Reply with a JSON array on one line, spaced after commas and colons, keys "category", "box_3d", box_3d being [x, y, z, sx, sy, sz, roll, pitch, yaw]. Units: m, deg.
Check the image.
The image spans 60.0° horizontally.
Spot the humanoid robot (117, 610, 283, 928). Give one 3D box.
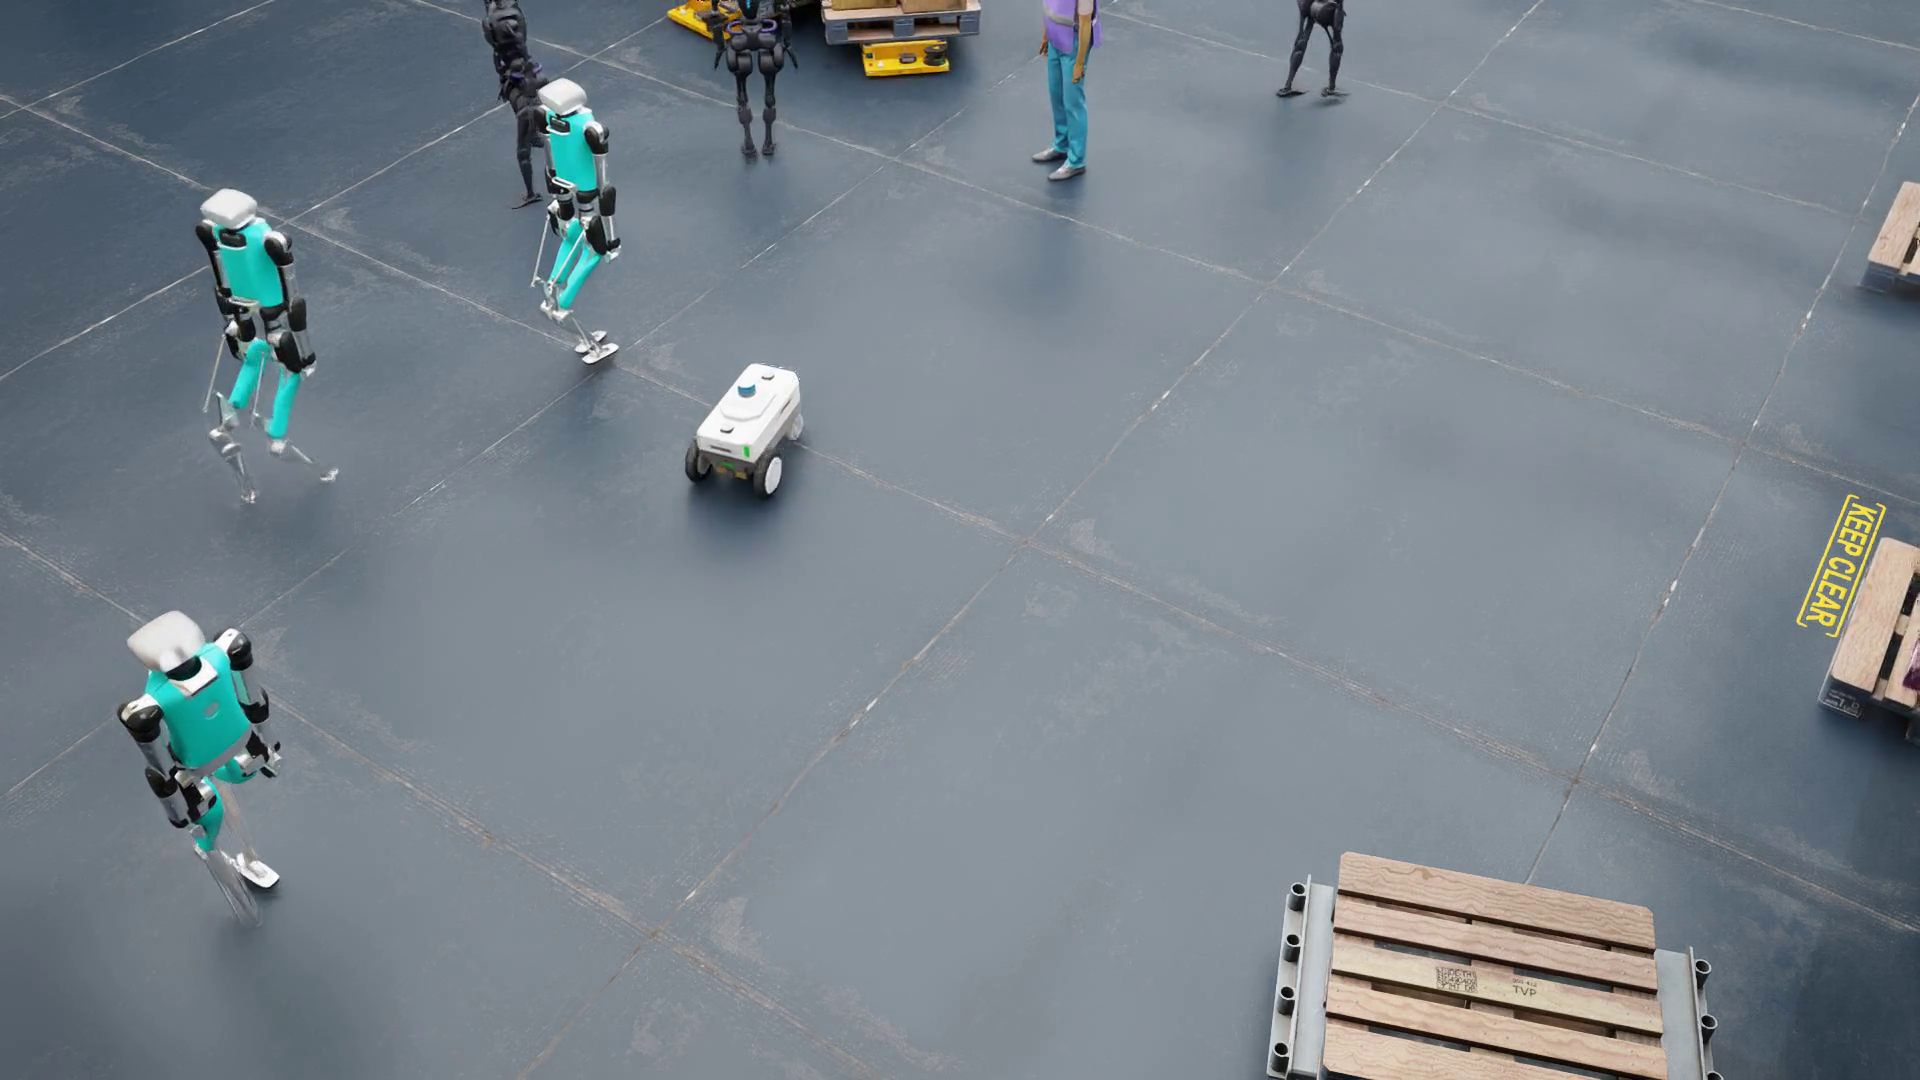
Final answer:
[{"category": "humanoid robot", "box_3d": [-3.076, 0.919, 6.707, 0.782, 1.847, 0.541, 23, 47, 24]}]

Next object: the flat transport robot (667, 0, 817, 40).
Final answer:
[{"category": "flat transport robot", "box_3d": [-1.675, -4.543, 13.863, 0.659, 0.231, 1.431, 34, 52, 32]}]

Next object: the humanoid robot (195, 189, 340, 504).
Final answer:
[{"category": "humanoid robot", "box_3d": [-3.734, -0.877, 8.698, 0.530, 1.806, 0.800, 14, 44, 15]}]

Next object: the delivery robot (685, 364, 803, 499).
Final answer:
[{"category": "delivery robot", "box_3d": [-1.172, -0.649, 9.276, 0.499, 0.575, 0.759, 14, 44, 15]}]

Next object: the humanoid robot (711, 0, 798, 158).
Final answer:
[{"category": "humanoid robot", "box_3d": [-1.437, -3.442, 11.576, 0.584, 1.656, 0.329, -4, 42, -5]}]

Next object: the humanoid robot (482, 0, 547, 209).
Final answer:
[{"category": "humanoid robot", "box_3d": [-2.871, -3.053, 11.162, 0.668, 1.632, 0.615, -25, 47, -25]}]

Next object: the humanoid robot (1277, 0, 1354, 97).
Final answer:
[{"category": "humanoid robot", "box_3d": [2.712, -4.060, 12.271, 0.561, 1.646, 0.598, -11, 43, -12]}]

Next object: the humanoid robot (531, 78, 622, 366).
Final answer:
[{"category": "humanoid robot", "box_3d": [-2.299, -1.728, 9.573, 0.544, 1.751, 0.680, 27, 48, 27]}]

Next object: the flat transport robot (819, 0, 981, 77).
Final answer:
[{"category": "flat transport robot", "box_3d": [-0.507, -4.147, 13.420, 0.659, 0.231, 1.431, -6, 42, -6]}]

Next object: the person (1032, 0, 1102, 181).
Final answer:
[{"category": "person", "box_3d": [0.744, -3.380, 11.392, 0.396, 1.833, 0.565, -17, 44, -18]}]
